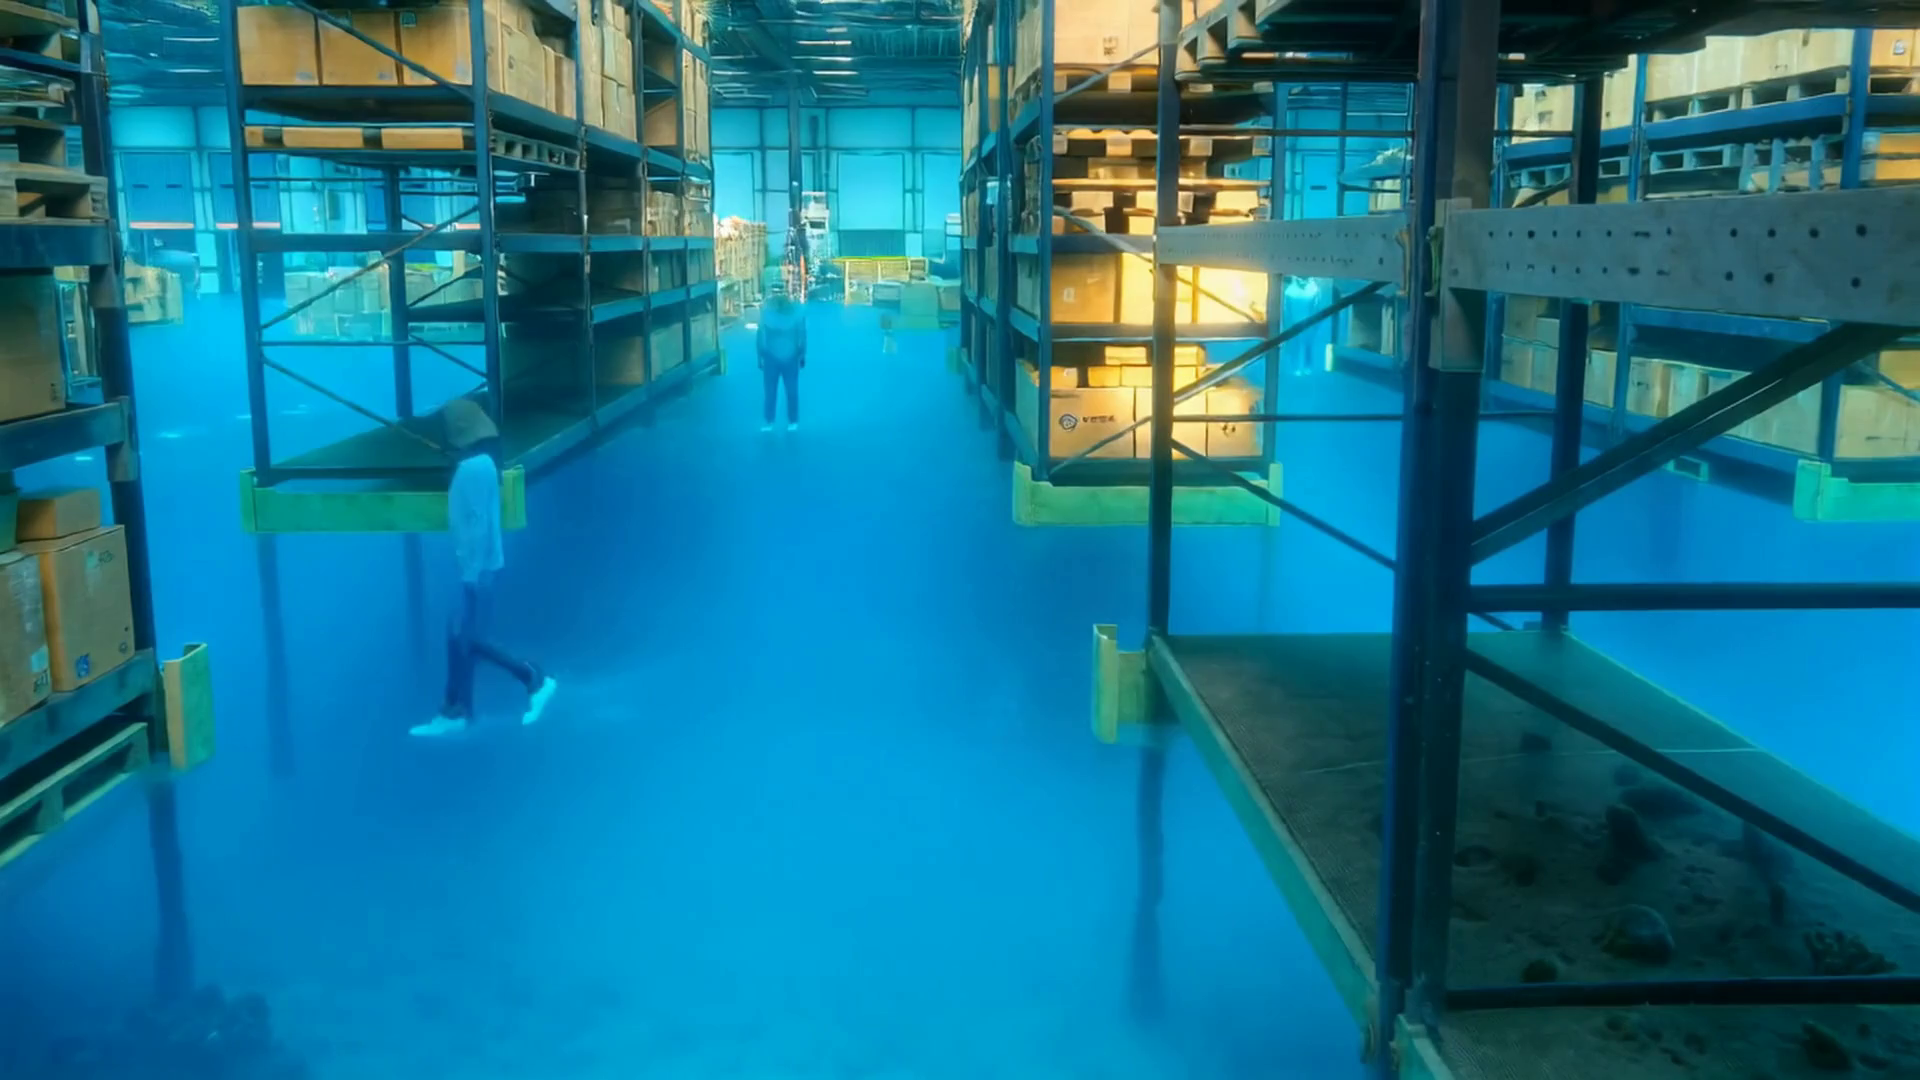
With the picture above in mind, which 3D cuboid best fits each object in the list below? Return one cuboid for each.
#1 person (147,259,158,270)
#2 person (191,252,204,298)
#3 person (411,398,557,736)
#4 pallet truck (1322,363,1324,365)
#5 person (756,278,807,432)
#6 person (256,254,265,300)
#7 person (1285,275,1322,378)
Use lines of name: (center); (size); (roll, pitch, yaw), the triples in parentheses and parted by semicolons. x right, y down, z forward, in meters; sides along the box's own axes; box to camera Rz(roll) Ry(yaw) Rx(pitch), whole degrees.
person: (-31.457, -10.103, 64.737); (0.544, 1.680, 0.404); (-1, 10, -7)
person: (-32.025, -11.129, 69.809); (0.411, 1.911, 0.593); (-1, 10, -6)
person: (-2.288, 0.136, 7.876); (0.637, 1.612, 0.523); (-5, 11, -26)
pallet truck: (7.712, -4.157, 30.737); (1.885, 1.965, 0.823); (3, 11, 16)
person: (-2.221, -2.276, 20.533); (0.636, 1.903, 0.404); (2, 10, 9)
person: (-28.181, -10.585, 66.723); (0.552, 1.932, 0.377); (-8, 13, -39)
person: (5.970, -3.794, 28.979); (0.624, 1.914, 0.895); (2, 10, 9)
